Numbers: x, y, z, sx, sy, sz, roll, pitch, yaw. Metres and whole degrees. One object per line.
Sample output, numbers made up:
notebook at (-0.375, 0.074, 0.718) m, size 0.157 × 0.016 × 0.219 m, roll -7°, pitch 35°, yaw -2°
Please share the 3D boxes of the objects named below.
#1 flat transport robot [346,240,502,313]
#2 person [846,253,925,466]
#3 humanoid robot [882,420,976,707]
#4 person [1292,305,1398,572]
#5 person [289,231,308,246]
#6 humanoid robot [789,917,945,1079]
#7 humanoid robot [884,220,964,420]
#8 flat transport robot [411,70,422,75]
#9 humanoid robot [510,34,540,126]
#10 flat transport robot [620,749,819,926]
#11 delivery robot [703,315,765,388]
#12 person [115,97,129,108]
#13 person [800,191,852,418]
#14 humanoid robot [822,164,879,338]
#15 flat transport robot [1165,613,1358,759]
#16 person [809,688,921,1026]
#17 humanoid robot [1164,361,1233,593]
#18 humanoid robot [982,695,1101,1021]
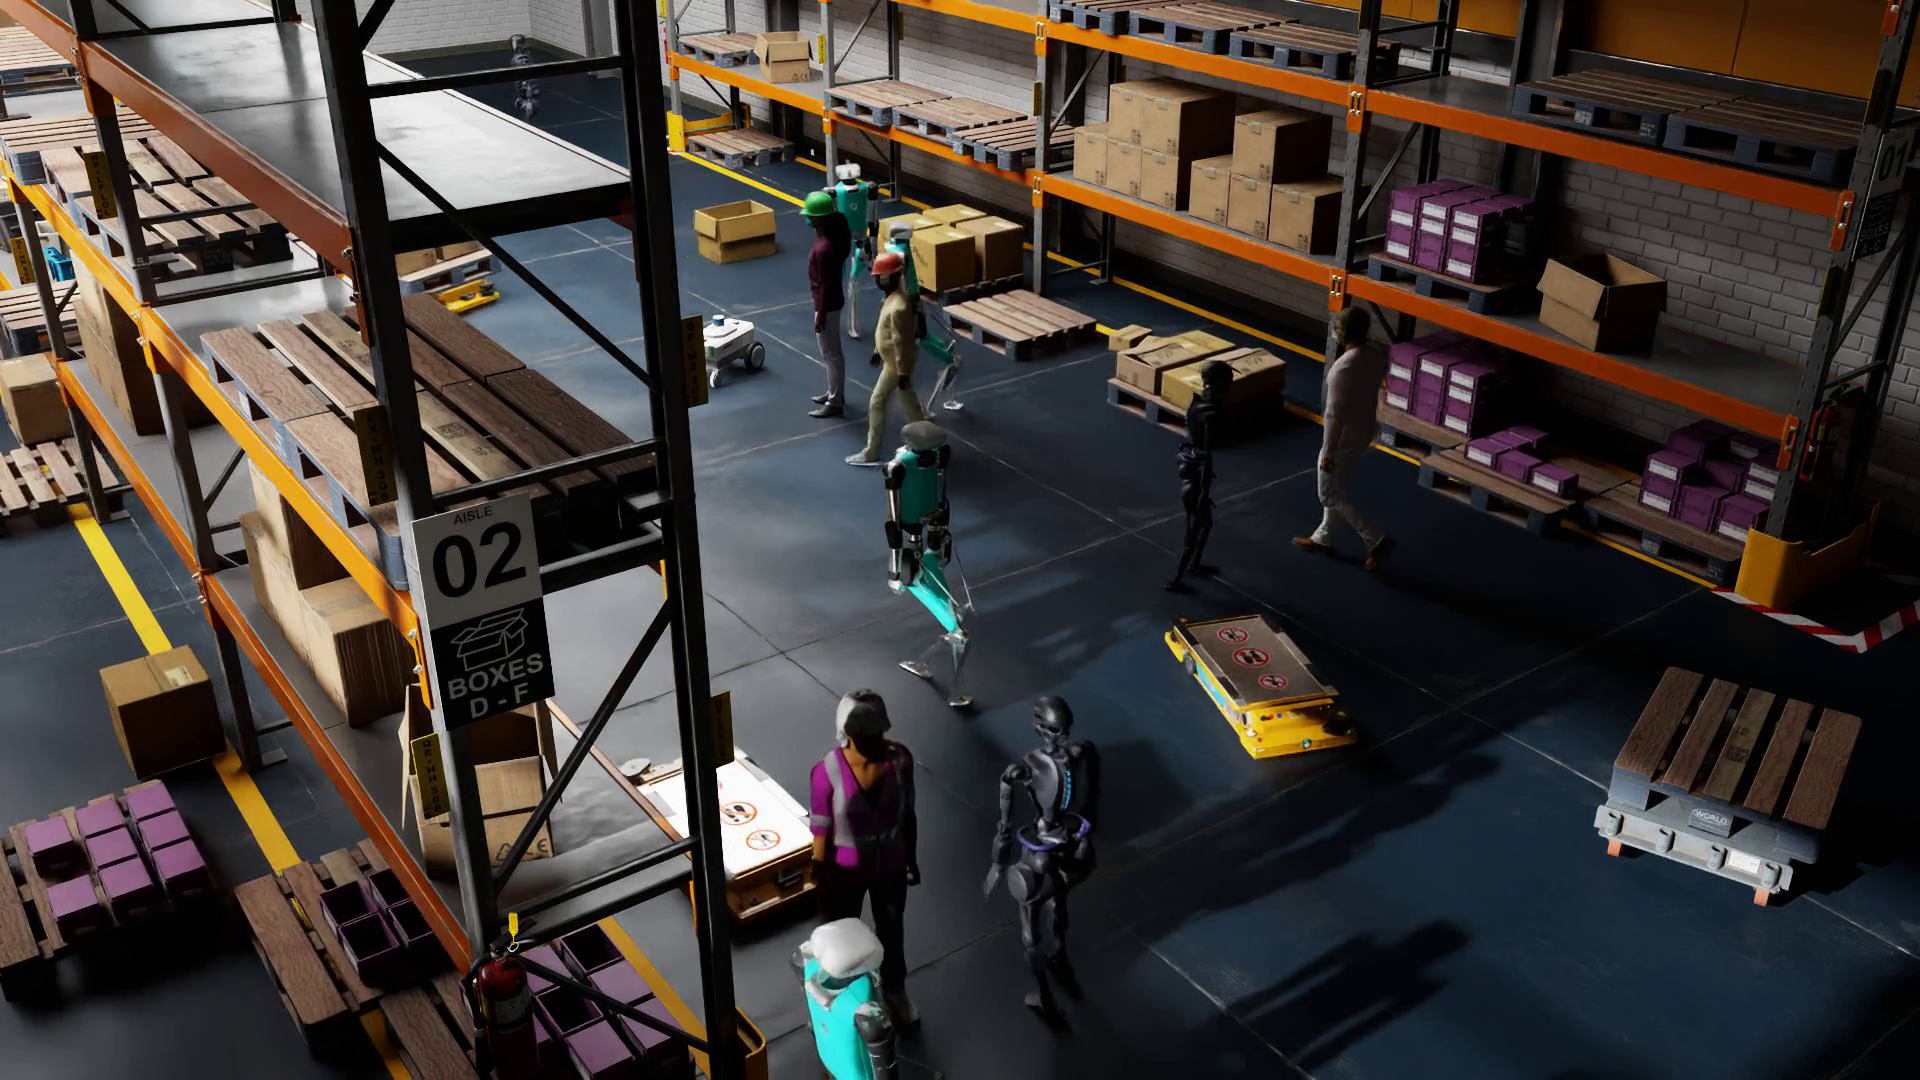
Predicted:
flat transport robot at (-5.503, -2.603, 17.166) m, size 1.431 × 0.231 × 0.659 m, roll 16°, pitch 31°, yaw 29°
person at (-0.594, -1.426, 13.223) m, size 0.794 × 1.707 × 0.575 m, roll -1°, pitch 27°, yaw -2°
humanoid robot at (-0.066, 0.184, 10.002) m, size 0.871 × 1.788 × 0.546 m, roll 20°, pitch 33°, yaw 34°
person at (2.737, -0.682, 11.514) m, size 0.741 × 1.918 × 0.634 m, roll 19°, pitch 32°, yaw 33°
person at (-6.407, -2.710, 15.865) m, size 0.287 × 1.629 × 0.498 m, roll 14°, pitch 30°, yaw 25°
humanoid robot at (-0.211, 2.115, 6.255) m, size 0.758 × 1.880 × 0.537 m, roll -20°, pitch 33°, yaw -34°
humanoid robot at (-0.180, -1.828, 13.980) m, size 0.883 × 1.768 × 0.590 m, roll -3°, pitch 27°, yaw -5°
flat transport robot at (-7.770, -5.624, 23.175) m, size 0.659 × 0.231 × 1.431 m, roll 1°, pitch 27°, yaw 2°
humanoid robot at (-5.725, -5.895, 22.173) m, size 0.446 × 1.651 × 0.583 m, roll -16°, pitch 31°, yaw -28°
flat transport robot at (-1.243, 1.524, 8.955) m, size 0.659 × 0.231 × 1.431 m, roll -18°, pitch 32°, yaw -31°
delivery robot at (-2.175, -1.756, 15.155) m, size 0.499 × 0.589 × 0.782 m, roll 13°, pitch 29°, yaw 24°
person at (-10.247, -5.098, 20.223) m, size 0.401 × 1.986 × 0.610 m, roll 12°, pitch 29°, yaw 22°
person at (-1.110, -1.990, 14.076) m, size 0.422 × 1.951 × 0.491 m, roll 1°, pitch 27°, yaw 2°
humanoid robot at (-1.085, -2.692, 15.842) m, size 0.541 × 1.897 × 0.756 m, roll -9°, pitch 28°, yaw -17°
flat transport robot at (1.834, 0.857, 10.283) m, size 0.659 × 0.231 × 1.431 m, roll -7°, pitch 28°, yaw -14°
person at (-0.416, 1.441, 7.380) m, size 0.506 × 1.837 × 0.352 m, roll -11°, pitch 29°, yaw -21°
humanoid robot at (1.624, -0.431, 11.294) m, size 0.442 × 1.640 × 0.609 m, roll 1°, pitch 27°, yaw 3°
humanoid robot at (0.381, 1.429, 7.589) m, size 0.586 × 1.660 × 0.407 m, roll -16°, pitch 31°, yaw -29°
